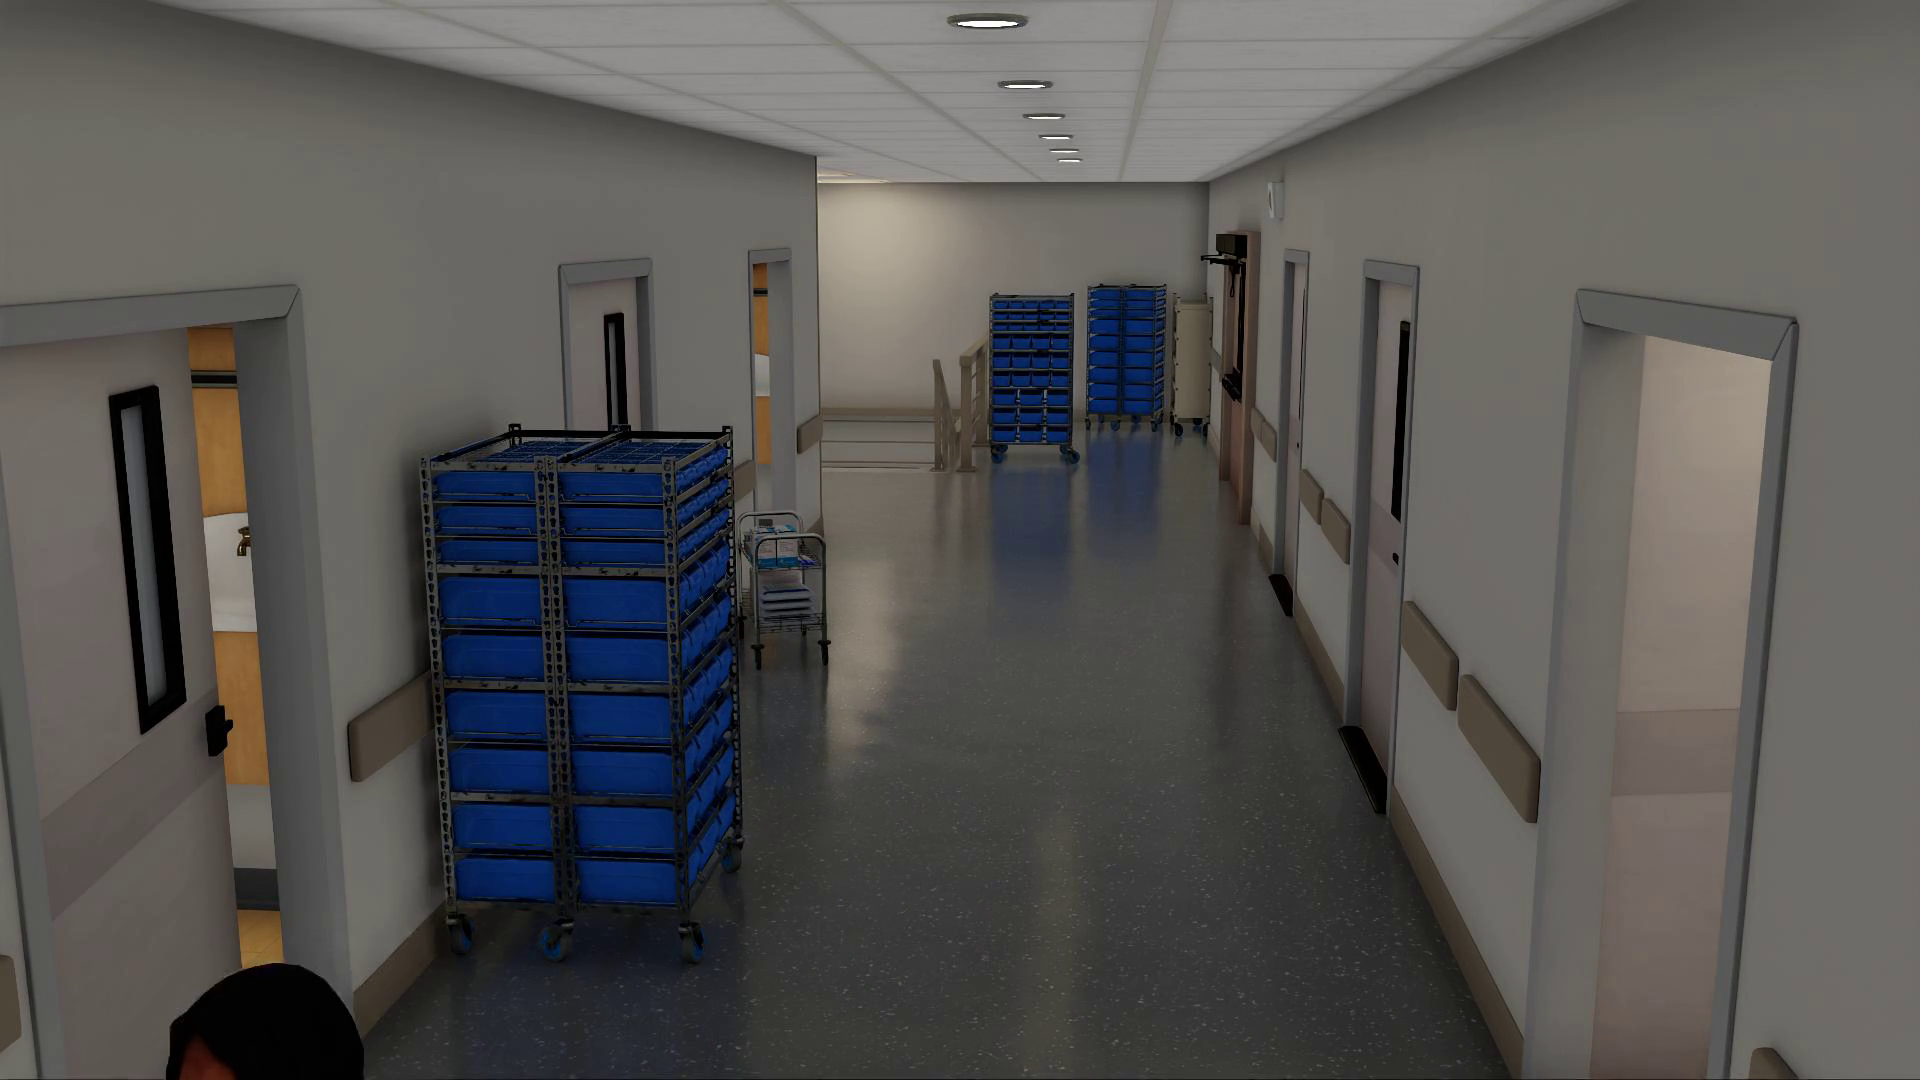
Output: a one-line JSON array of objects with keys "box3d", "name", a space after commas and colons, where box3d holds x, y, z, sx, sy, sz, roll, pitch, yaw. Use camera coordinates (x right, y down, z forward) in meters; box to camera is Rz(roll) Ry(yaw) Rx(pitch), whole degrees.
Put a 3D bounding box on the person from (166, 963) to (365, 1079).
[{"box3d": [-0.785, 1.284, 2.199, 0.653, 1.594, 0.812, 2, 11, 9], "name": "person"}]
